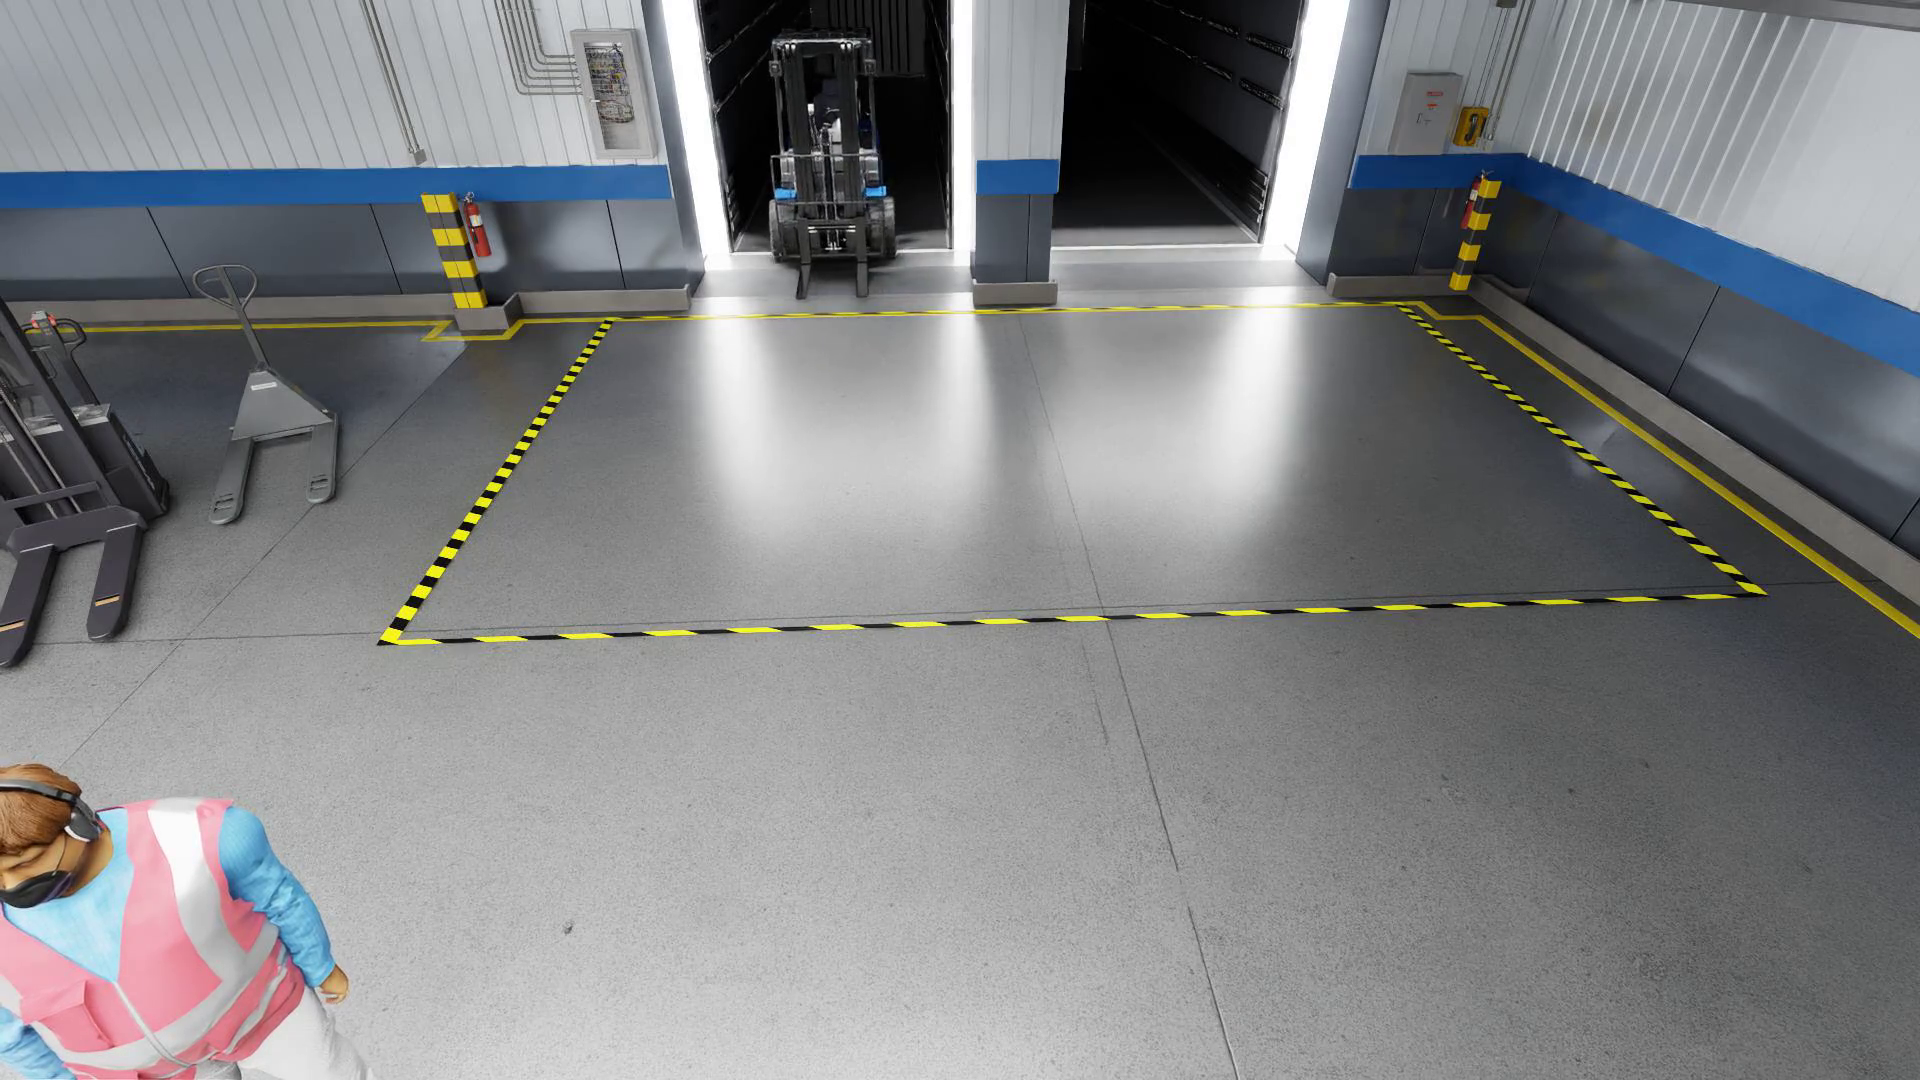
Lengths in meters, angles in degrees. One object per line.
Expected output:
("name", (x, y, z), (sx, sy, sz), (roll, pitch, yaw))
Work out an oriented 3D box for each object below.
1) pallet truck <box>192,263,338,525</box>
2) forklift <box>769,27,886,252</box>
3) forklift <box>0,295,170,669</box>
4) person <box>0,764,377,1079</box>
("pallet truck", (-4.778, -1.027, 6.128), (0.680, 1.201, 1.601), (-17, 38, -23))
("forklift", (-1.434, -4.502, 10.130), (1.157, 2.036, 2.680), (-3, 35, -4))
("forklift", (-5.212, -0.618, 4.878), (0.823, 1.965, 1.885), (-20, 39, -26))
("person", (-1.943, 1.237, 2.348), (0.633, 1.841, 0.429), (-22, 40, -28))
